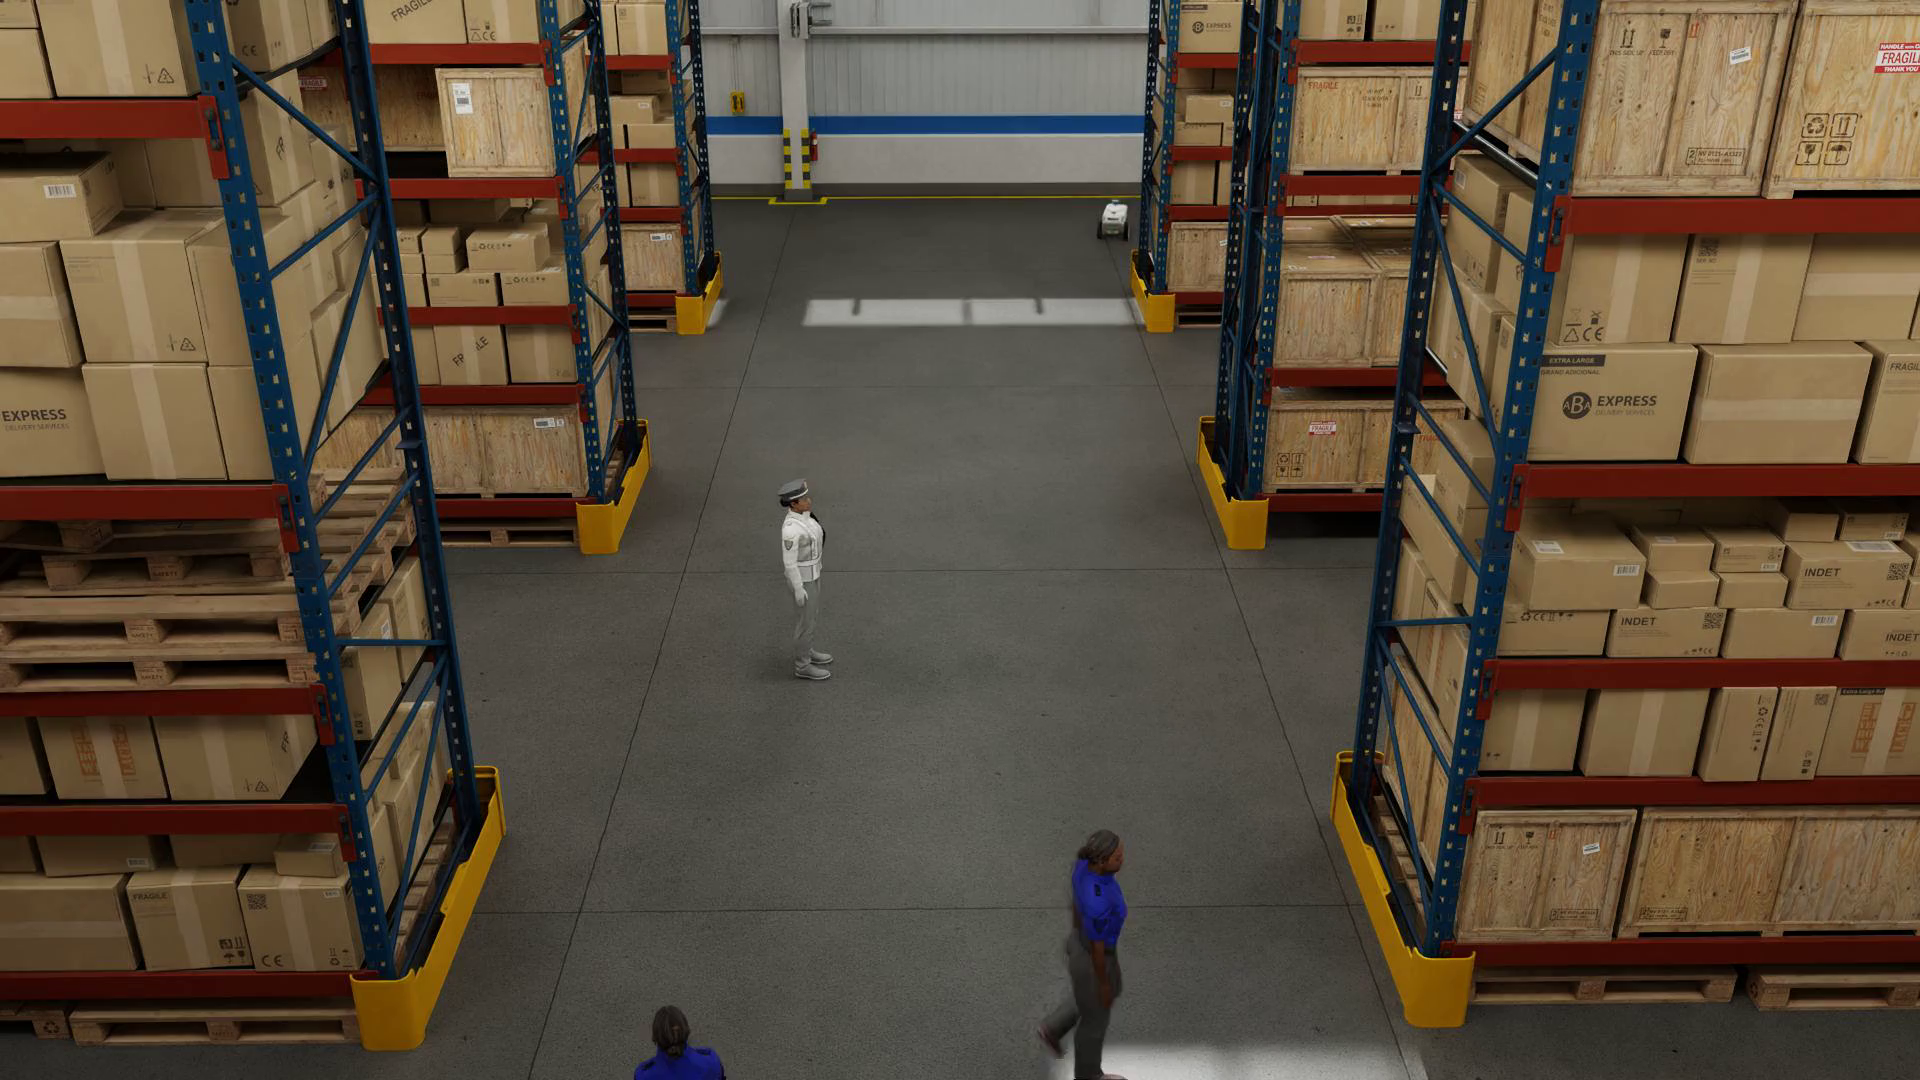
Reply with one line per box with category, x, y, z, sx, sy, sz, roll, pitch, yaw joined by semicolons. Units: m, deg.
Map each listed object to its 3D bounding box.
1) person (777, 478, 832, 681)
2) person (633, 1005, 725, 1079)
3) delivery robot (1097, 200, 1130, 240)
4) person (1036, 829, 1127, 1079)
person;-1.243;0.297;13.332;0.381;1.689;0.464;1;25;2
person;-1.327;2.814;7.987;0.453;1.643;0.764;-7;26;-14
delivery robot;2.508;-4.969;26.090;0.667;0.535;0.740;4;25;10
person;0.680;2.279;9.077;0.495;1.666;0.492;-2;25;-4
